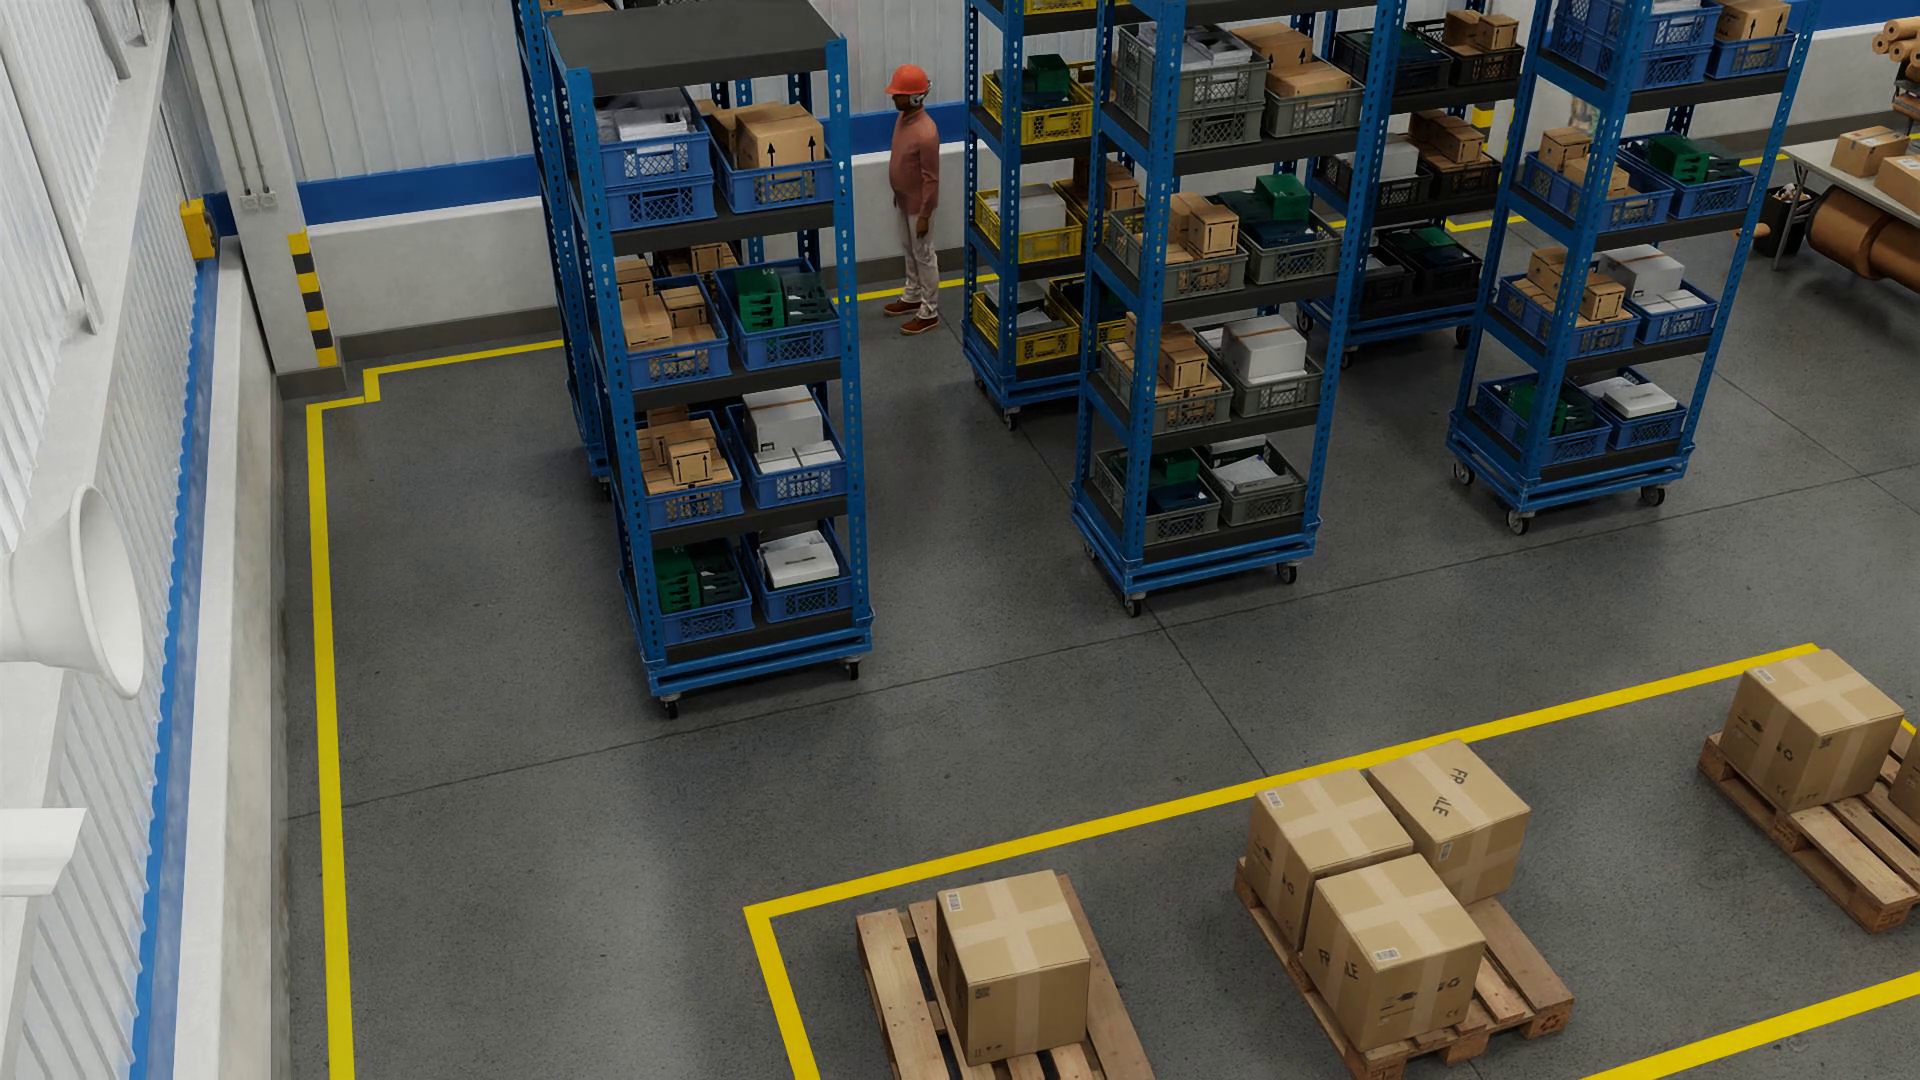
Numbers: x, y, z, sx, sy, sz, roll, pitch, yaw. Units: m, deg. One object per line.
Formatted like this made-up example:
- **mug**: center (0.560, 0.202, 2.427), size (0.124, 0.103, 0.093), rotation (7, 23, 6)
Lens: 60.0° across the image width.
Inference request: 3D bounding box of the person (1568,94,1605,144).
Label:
- **person**: center (5.057, -3.256, 13.480), size (0.314, 1.628, 0.525), rotation (-1, 35, -2)

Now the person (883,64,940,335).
- **person**: center (-0.339, -2.465, 12.043), size (0.375, 1.995, 0.611), rotation (-14, 37, -18)
